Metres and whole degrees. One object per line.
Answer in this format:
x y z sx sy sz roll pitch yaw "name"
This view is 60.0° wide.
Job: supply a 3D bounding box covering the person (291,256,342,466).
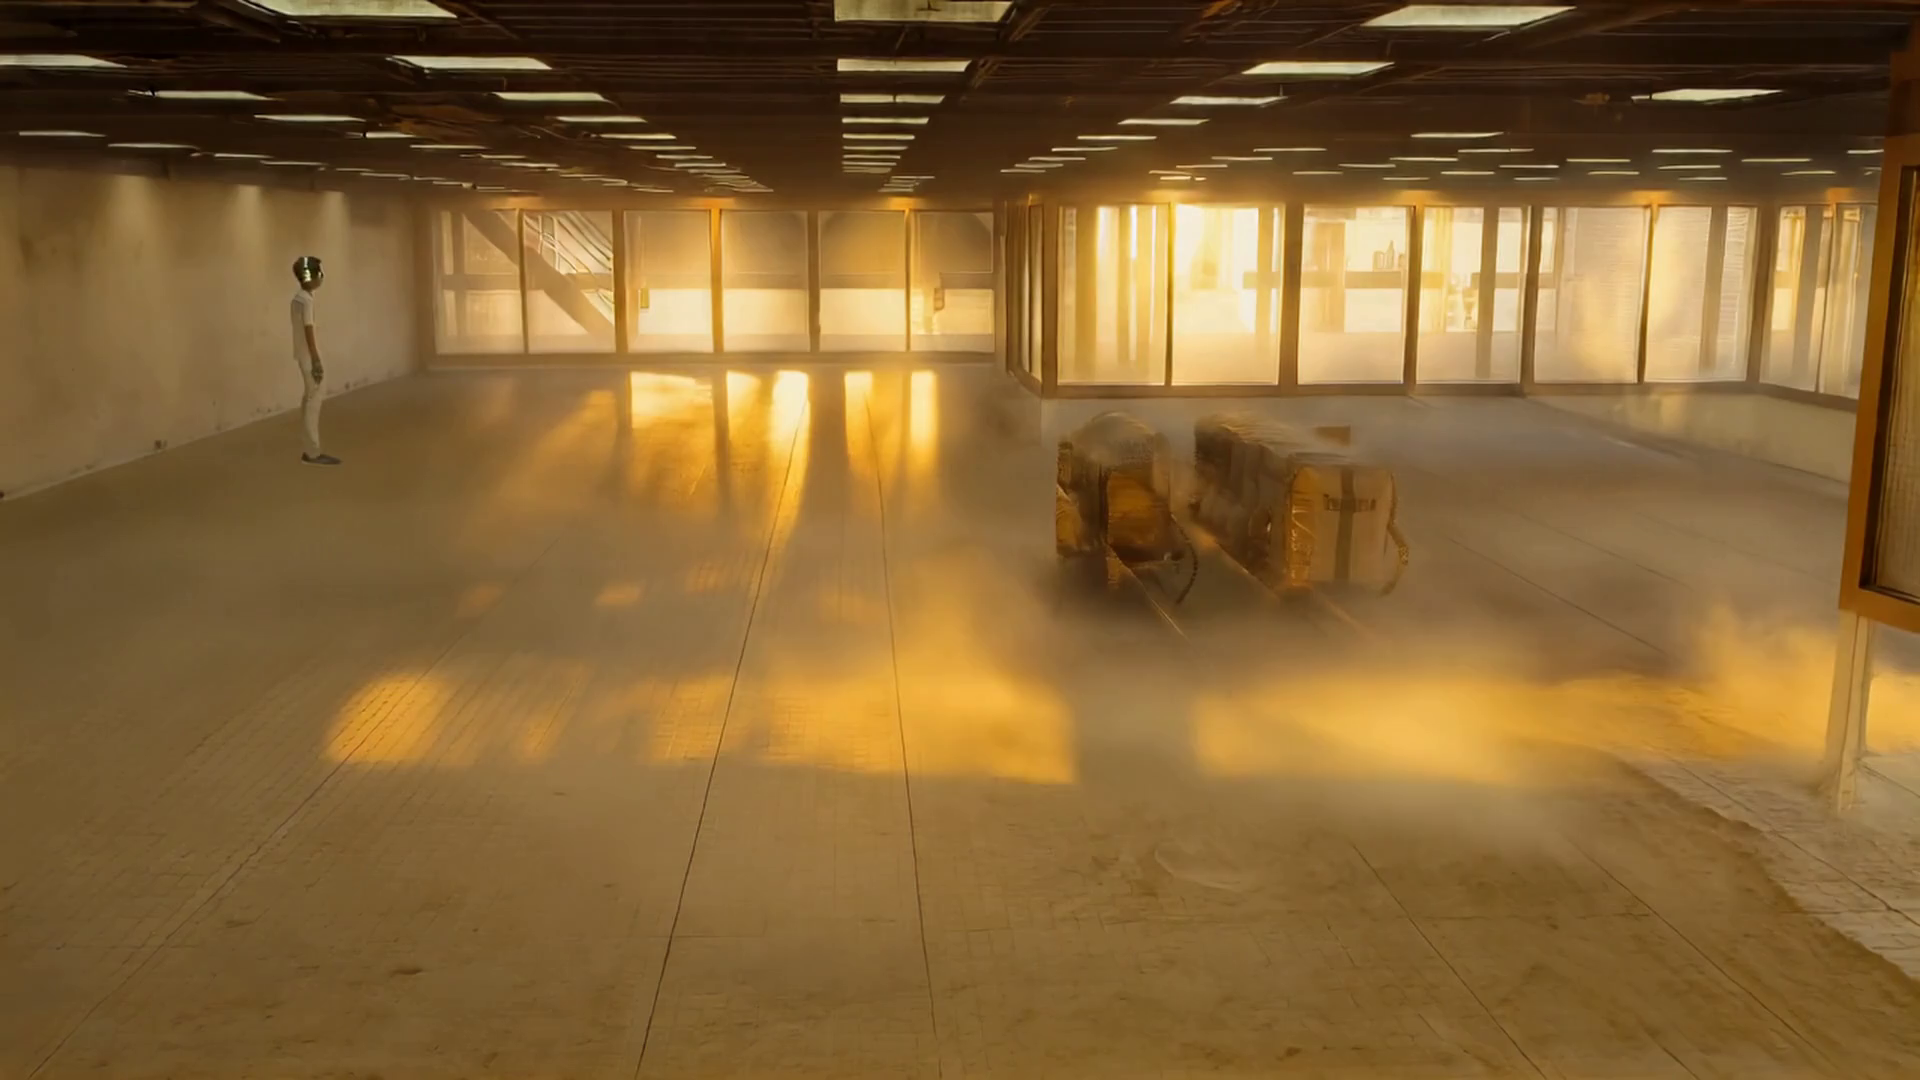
-5.808 -1.602 14.935 0.327 1.872 0.520 -6 12 -28 "person"
